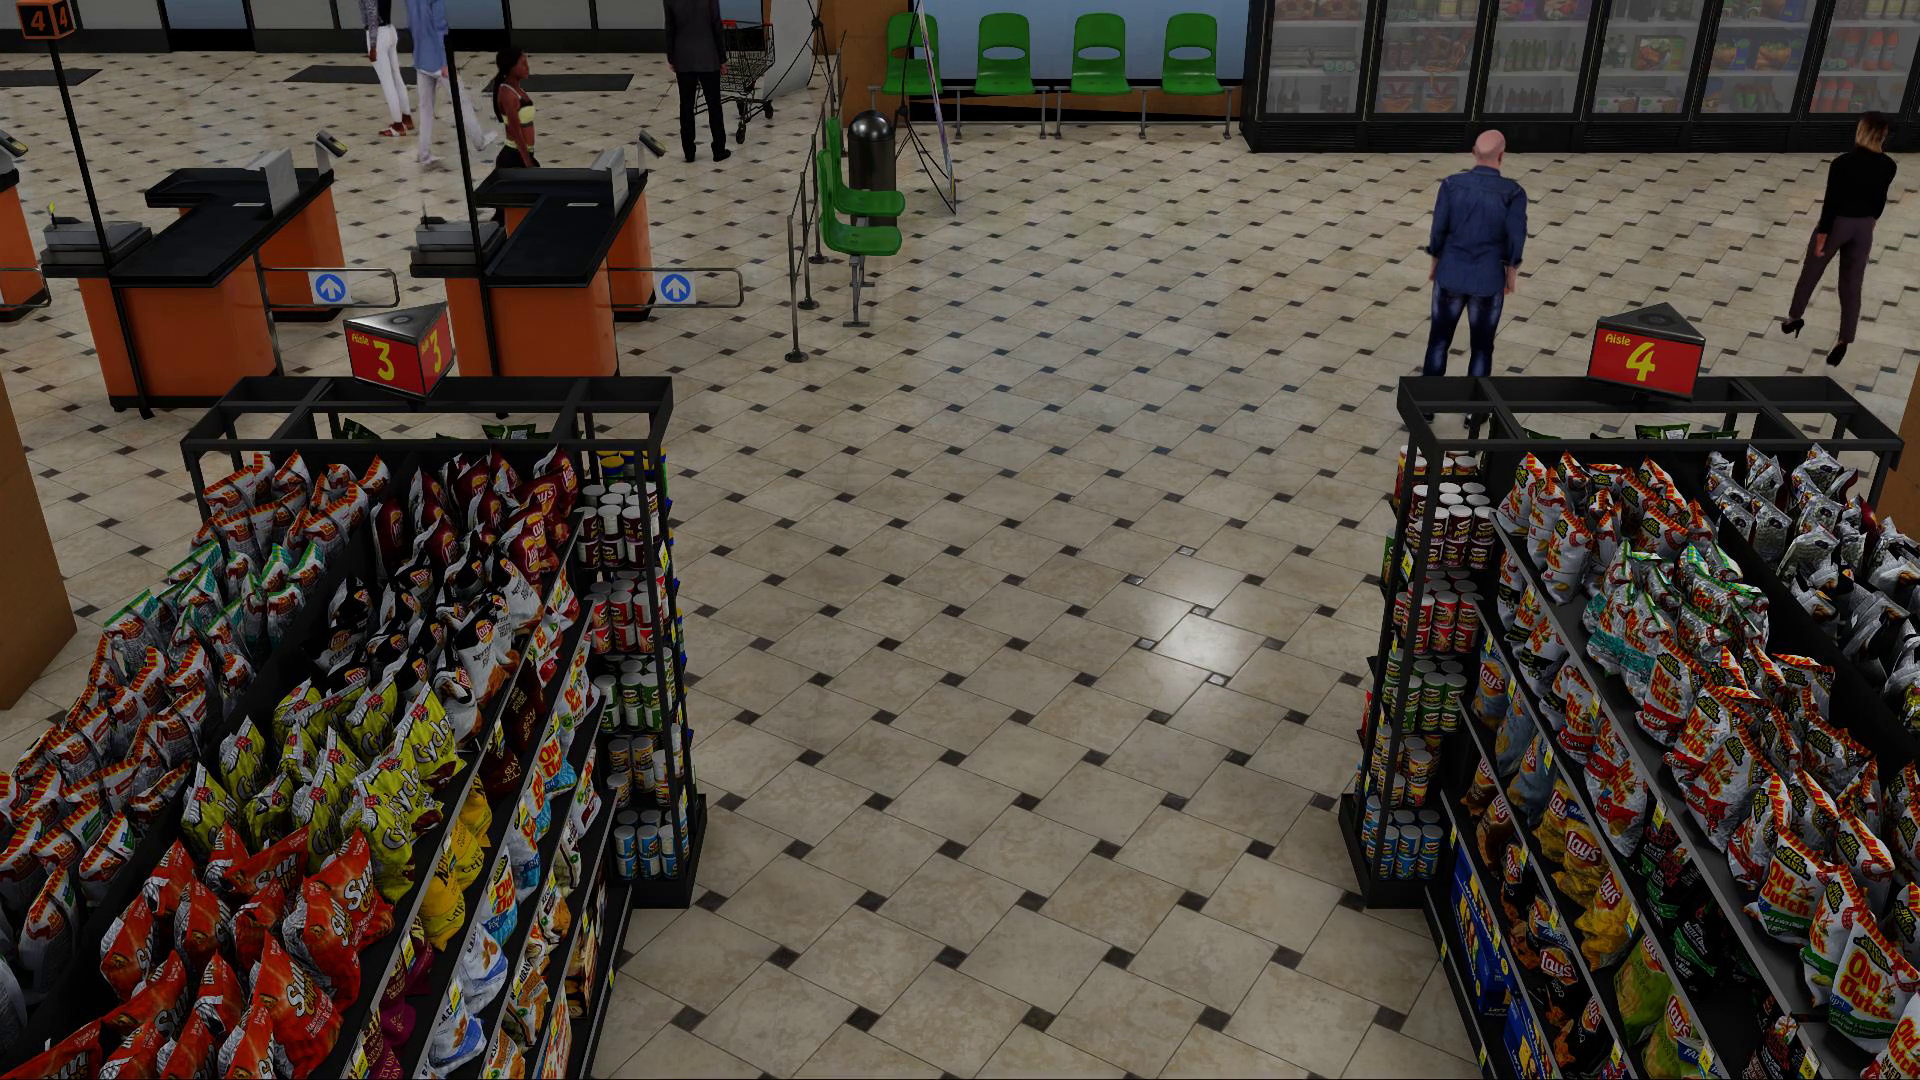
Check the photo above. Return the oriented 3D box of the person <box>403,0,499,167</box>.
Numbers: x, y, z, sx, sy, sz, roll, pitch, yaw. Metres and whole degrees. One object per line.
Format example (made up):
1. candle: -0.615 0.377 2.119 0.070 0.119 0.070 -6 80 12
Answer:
1. person: -4.778 -4.260 14.932 1.042 1.839 1.234 16 32 26

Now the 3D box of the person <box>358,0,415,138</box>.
1. person: -5.553 -4.772 15.991 0.678 1.722 0.482 3 29 6

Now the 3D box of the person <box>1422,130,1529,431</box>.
1. person: 3.064 -1.554 9.989 0.800 1.825 0.752 13 31 22

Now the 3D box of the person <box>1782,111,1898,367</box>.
1. person: 5.806 -1.907 10.849 0.615 1.621 1.022 1 29 1

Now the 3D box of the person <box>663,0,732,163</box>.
1. person: -2.395 -4.384 15.156 0.697 1.842 0.573 0 29 0
